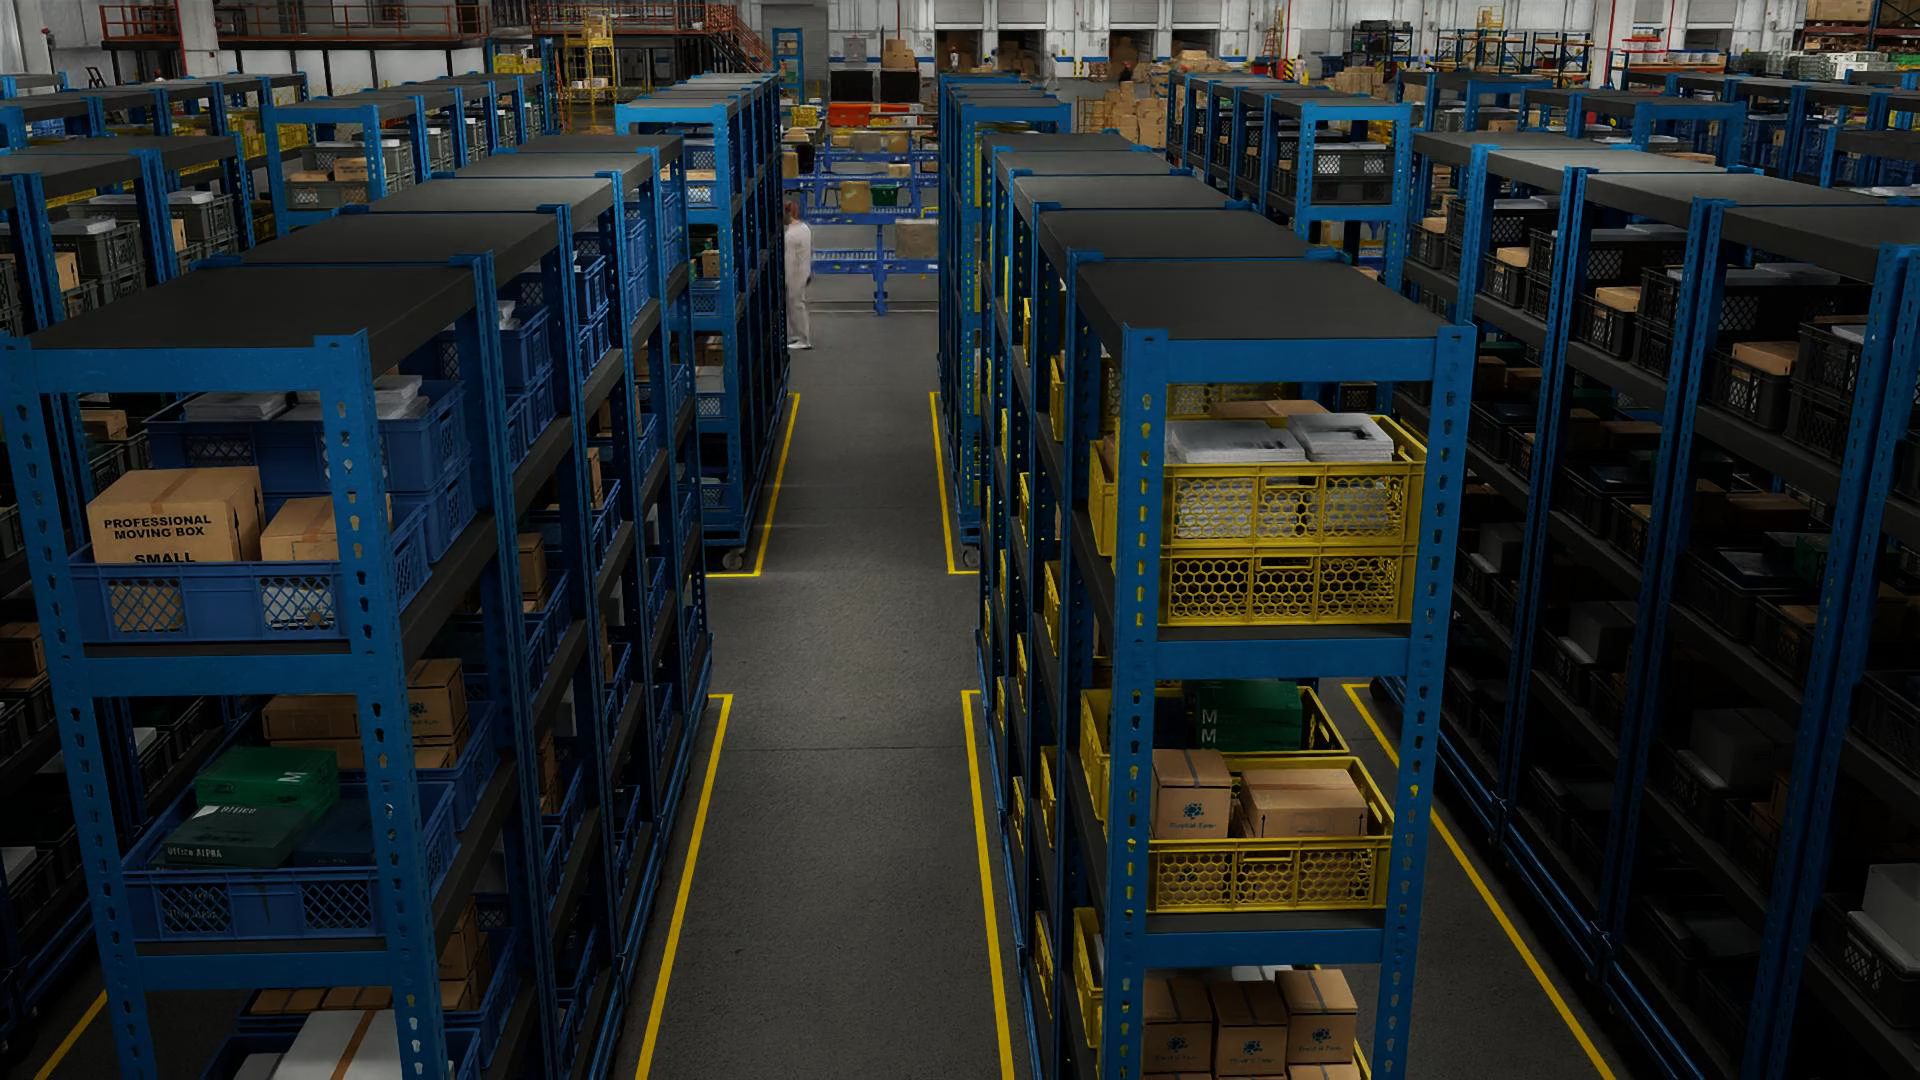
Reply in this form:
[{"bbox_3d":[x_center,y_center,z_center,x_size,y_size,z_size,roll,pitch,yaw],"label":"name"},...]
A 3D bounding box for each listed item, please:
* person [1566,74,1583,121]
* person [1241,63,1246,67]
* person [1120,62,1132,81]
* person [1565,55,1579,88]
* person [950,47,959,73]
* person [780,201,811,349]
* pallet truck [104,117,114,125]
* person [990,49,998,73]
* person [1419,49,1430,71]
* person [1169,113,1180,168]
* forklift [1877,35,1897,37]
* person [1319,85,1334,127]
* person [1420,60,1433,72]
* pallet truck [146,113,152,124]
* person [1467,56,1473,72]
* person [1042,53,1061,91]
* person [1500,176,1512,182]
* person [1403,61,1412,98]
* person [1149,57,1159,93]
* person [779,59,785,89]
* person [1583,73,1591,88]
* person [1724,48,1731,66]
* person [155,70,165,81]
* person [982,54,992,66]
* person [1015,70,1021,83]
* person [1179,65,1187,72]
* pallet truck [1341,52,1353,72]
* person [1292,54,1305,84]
[{"bbox_3d":[21.344,-15.209,57.851,0.381,1.931,0.565,-11,21,-32],"label":"person"},{"bbox_3d":[12.863,-20.689,75.164,0.941,1.711,0.529,-6,19,-17],"label":"person"},{"bbox_3d":[6.887,-18.797,68.941,0.646,1.933,1.039,-9,20,-25],"label":"person"},{"bbox_3d":[29.183,-22.183,79.441,0.650,1.921,0.487,7,19,21],"label":"person"},{"bbox_3d":[-0.328,-26.569,92.991,0.551,1.934,0.373,-14,23,-38],"label":"person"},{"bbox_3d":[-2.178,-3.381,21.305,0.575,1.885,0.687,3,18,10],"label":"person"},{"bbox_3d":[-18.367,-7.885,35.078,1.885,1.965,0.823,1,18,2],"label":"pallet truck"},{"bbox_3d":[1.764,-25.116,88.505,0.430,1.927,0.615,16,24,41],"label":"person"},{"bbox_3d":[25.498,-26.023,91.400,0.545,1.887,1.018,6,19,19],"label":"person"},{"bbox_3d":[5.139,-9.365,40.022,0.305,1.772,0.525,-3,18,-10],"label":"person"},{"bbox_3d":[44.184,-22.804,79.830,1.129,2.768,1.873,-1,18,-2],"label":"forklift"},{"bbox_3d":[11.653,-13.543,52.895,0.596,1.809,0.818,-1,18,-3],"label":"person"},{"bbox_3d":[20.422,-20.056,72.877,0.582,1.919,0.400,-6,19,-18],"label":"person"},{"bbox_3d":[-18.087,-8.309,36.390,1.885,1.965,0.823,-1,18,-4],"label":"pallet truck"},{"bbox_3d":[24.950,-22.702,81.222,0.774,1.822,0.525,7,19,21],"label":"person"},{"bbox_3d":[4.652,-23.784,84.442,0.944,1.905,0.629,-9,20,-27],"label":"person"},{"bbox_3d":[11.964,-8.220,36.615,0.545,1.674,0.501,0,18,-1],"label":"person"},{"bbox_3d":[20.942,-21.575,77.924,0.538,1.696,0.317,-9,20,-25],"label":"person"},{"bbox_3d":[9.641,-23.111,82.618,0.487,1.732,0.328,4,18,12],"label":"person"},{"bbox_3d":[-8.725,-22.759,81.377,0.430,1.836,0.619,-4,18,-13],"label":"person"},{"bbox_3d":[24.286,-17.210,64.428,0.322,1.689,0.532,-6,19,-18],"label":"person"},{"bbox_3d":[41.558,-25.684,90.257,0.379,1.937,0.629,1,18,3],"label":"person"},{"bbox_3d":[-30.069,-16.723,62.608,0.355,1.885,0.575,0,18,1],"label":"person"},{"bbox_3d":[1.280,-22.347,79.944,0.594,1.924,0.382,13,22,36],"label":"person"},{"bbox_3d":[2.271,-17.229,64.272,0.969,1.817,0.541,11,21,31],"label":"person"},{"bbox_3d":[8.764,-17.705,65.489,0.783,1.977,0.698,-2,18,-6],"label":"person"},{"bbox_3d":[18.794,-23.123,82.231,0.823,1.965,1.885,-13,22,-35],"label":"pallet truck"},{"bbox_3d":[16.889,-23.264,82.929,0.624,1.838,0.430,8,19,22],"label":"person"}]
